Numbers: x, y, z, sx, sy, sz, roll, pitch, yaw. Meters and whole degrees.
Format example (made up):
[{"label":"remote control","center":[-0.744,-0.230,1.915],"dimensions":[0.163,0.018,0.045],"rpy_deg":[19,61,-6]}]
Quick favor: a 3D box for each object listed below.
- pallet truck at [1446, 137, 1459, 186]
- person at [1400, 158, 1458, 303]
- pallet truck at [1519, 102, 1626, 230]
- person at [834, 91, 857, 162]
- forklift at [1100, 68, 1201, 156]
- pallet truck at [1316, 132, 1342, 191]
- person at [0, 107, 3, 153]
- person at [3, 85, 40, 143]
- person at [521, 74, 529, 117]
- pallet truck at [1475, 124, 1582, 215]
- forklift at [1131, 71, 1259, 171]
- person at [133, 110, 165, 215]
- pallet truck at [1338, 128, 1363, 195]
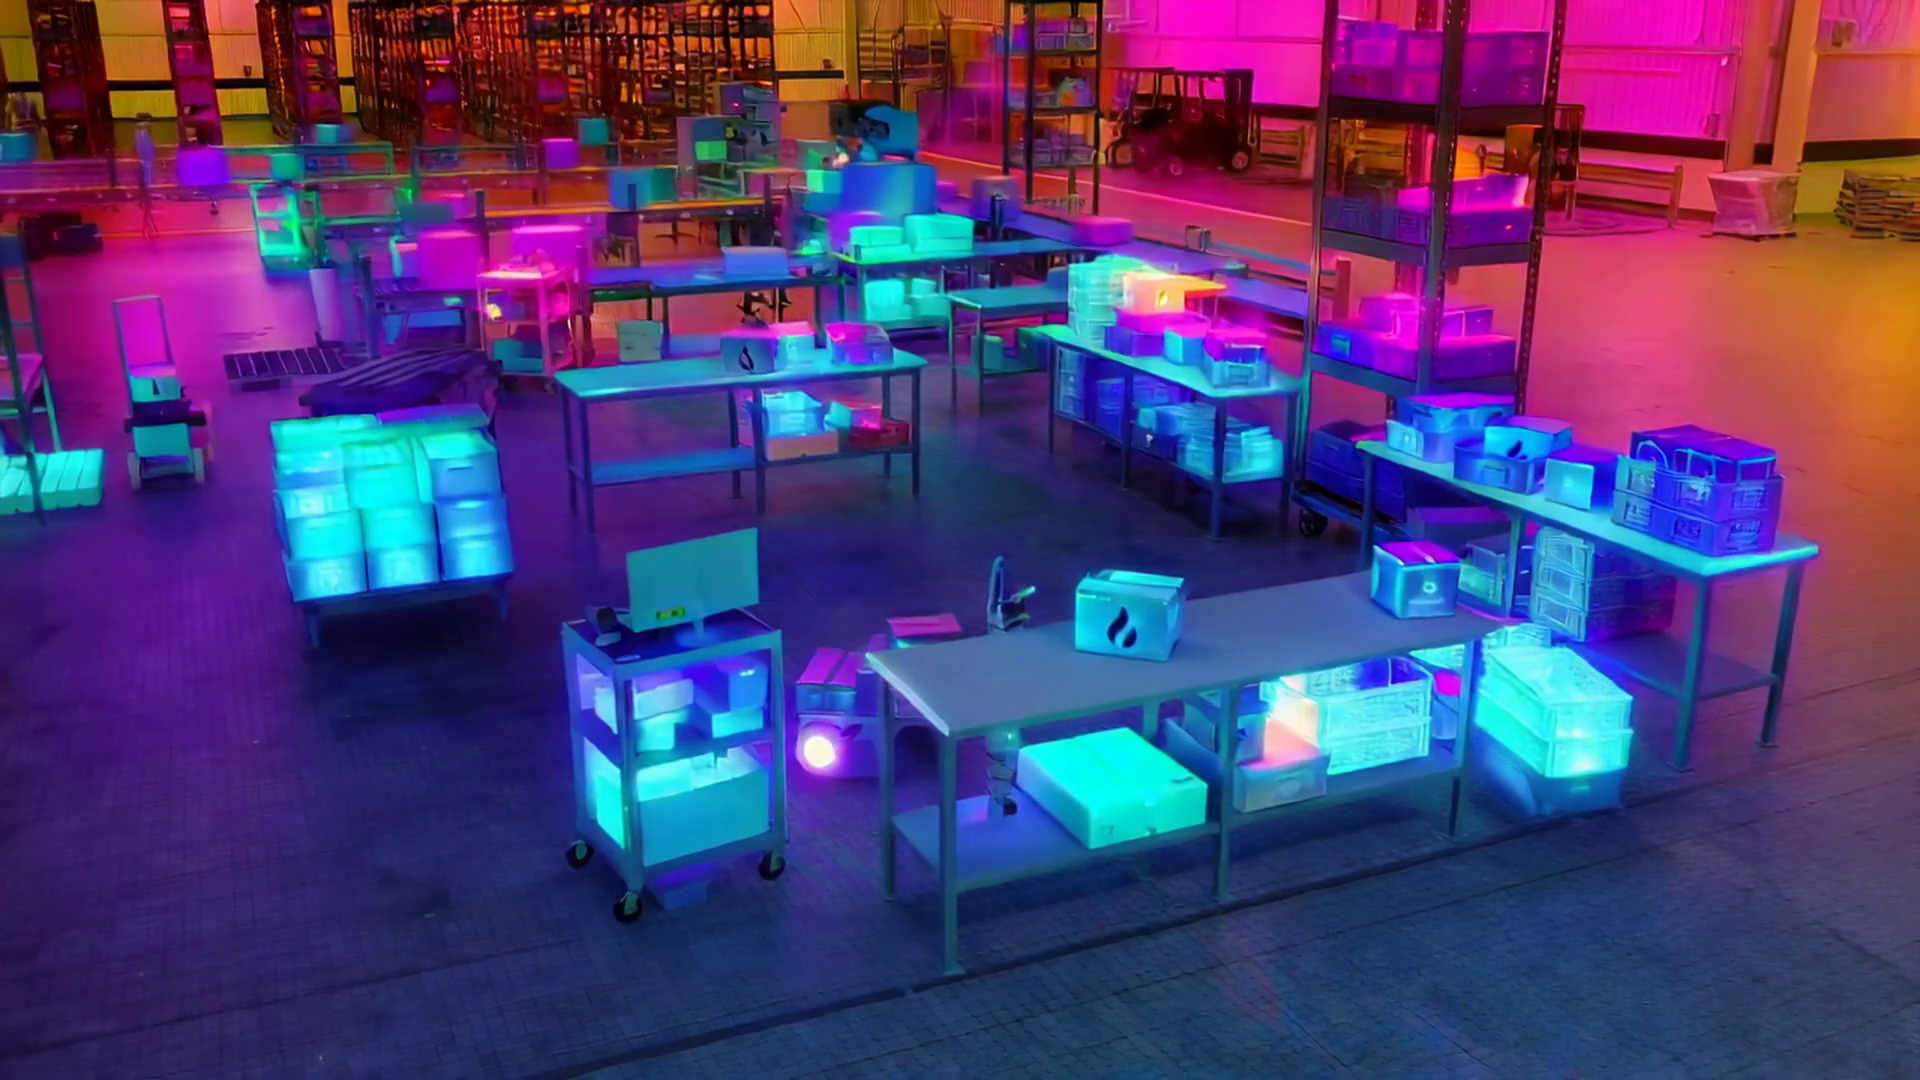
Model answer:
[{"label":"pallet truck","center":[9.184,-6.485,29.328],"dimensions":[1.630,1.274,0.653],"rpy_deg":[-8,19,-23]},{"label":"person","center":[4.558,-2.700,16.248],"dimensions":[0.629,2.007,0.554],"rpy_deg":[5,18,16]},{"label":"pallet truck","center":[9.972,-6.037,26.785],"dimensions":[1.885,1.965,0.823],"rpy_deg":[-9,20,-25]},{"label":"person","center":[-2.226,-7.716,32.231],"dimensions":[0.402,1.904,0.639],"rpy_deg":[13,22,34]},{"label":"forklift","center":[4.082,-9.564,37.410],"dimensions":[2.680,1.987,1.157],"rpy_deg":[-8,19,-23]},{"label":"pallet truck","center":[7.723,-7.504,32.656],"dimensions":[1.601,1.201,0.680],"rpy_deg":[-8,19,-23]},{"label":"person","center":[-23.913,-10.410,40.856],"dimensions":[0.732,1.809,0.620],"rpy_deg":[-8,19,-23]},{"label":"person","center":[-19.664,-8.557,34.874],"dimensions":[0.641,1.900,0.952],"rpy_deg":[-9,20,-27]},{"label":"person","center":[-11.685,-11.658,44.751],"dimensions":[0.390,1.838,0.564],"rpy_deg":[-8,19,-25]},{"label":"pallet truck","center":[9.707,-6.455,28.103],"dimensions":[1.885,1.965,0.823],"rpy_deg":[-7,19,-20]},{"label":"forklift","center":[4.998,-8.936,35.413],"dimensions":[2.680,1.987,1.157],"rpy_deg":[-9,20,-25]},{"label":"person","center":[-13.948,-6.468,28.535],"dimensions":[0.327,1.760,0.524],"rpy_deg":[-12,21,-33]},{"label":"pallet truck","center":[7.845,-7.140,31.411],"dimensions":[1.522,1.261,0.704],"rpy_deg":[-9,20,-25]}]
